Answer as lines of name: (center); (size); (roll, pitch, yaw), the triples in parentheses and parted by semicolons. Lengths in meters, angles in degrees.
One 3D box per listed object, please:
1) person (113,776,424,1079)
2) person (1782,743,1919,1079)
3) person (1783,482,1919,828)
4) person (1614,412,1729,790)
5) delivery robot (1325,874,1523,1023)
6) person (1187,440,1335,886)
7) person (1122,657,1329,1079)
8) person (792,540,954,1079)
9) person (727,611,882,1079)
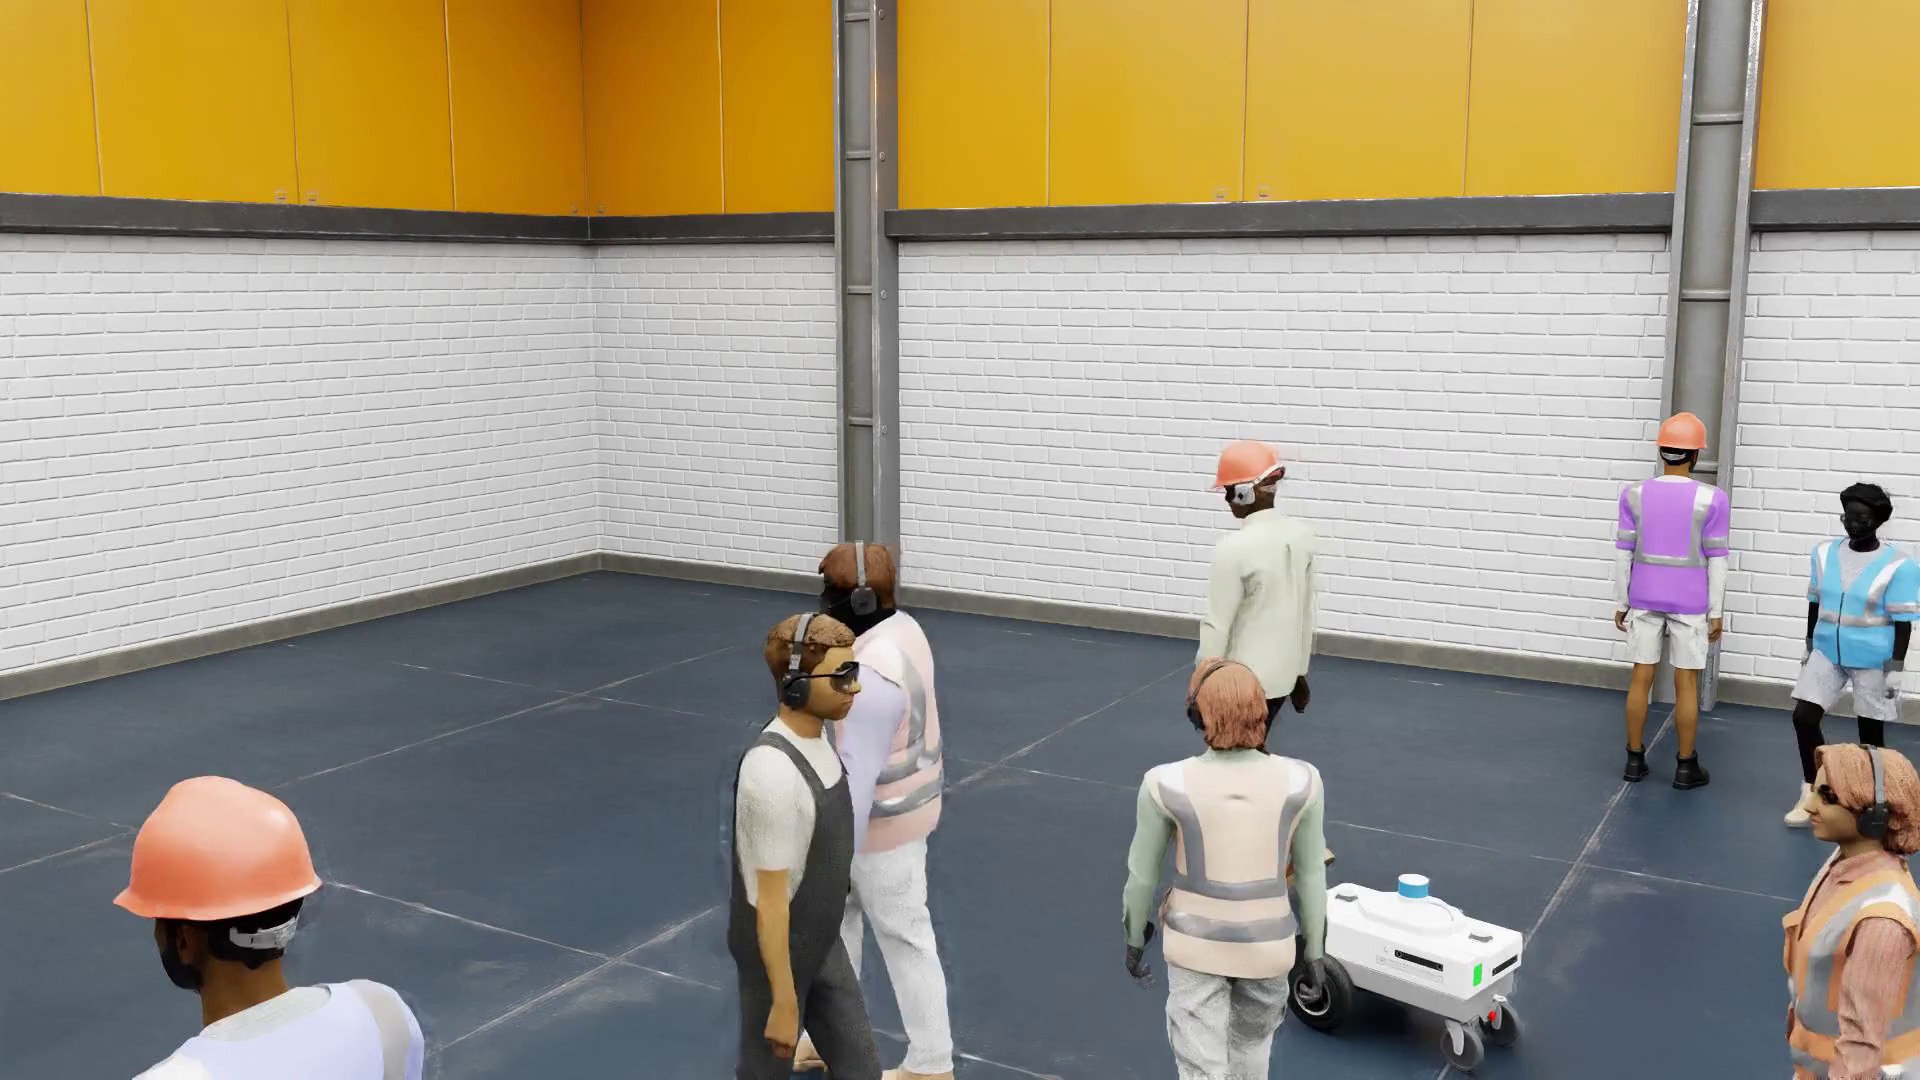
person: (-0.990, 1.301, 2.483); (0.541, 1.920, 0.559); (5, 10, 27)
person: (1.931, 1.246, 3.762); (0.755, 1.614, 0.537); (3, 10, 19)
person: (4.163, 0.565, 7.796); (0.586, 1.672, 0.553); (-6, 11, -31)
person: (3.663, 0.313, 8.585); (0.544, 1.939, 0.372); (7, 12, 38)
delivery robot: (1.567, 1.406, 5.777); (0.707, 0.478, 0.477); (9, 13, 44)
person: (1.243, 0.568, 6.911); (0.500, 1.968, 0.611); (8, 12, 39)
person: (0.712, 1.114, 4.594); (0.542, 1.614, 0.663); (-1, 9, -4)
person: (-0.361, 0.902, 5.273); (0.788, 1.815, 0.650); (1, 9, 4)
person: (-0.510, 1.068, 4.310); (0.887, 1.816, 0.510); (2, 9, 11)
